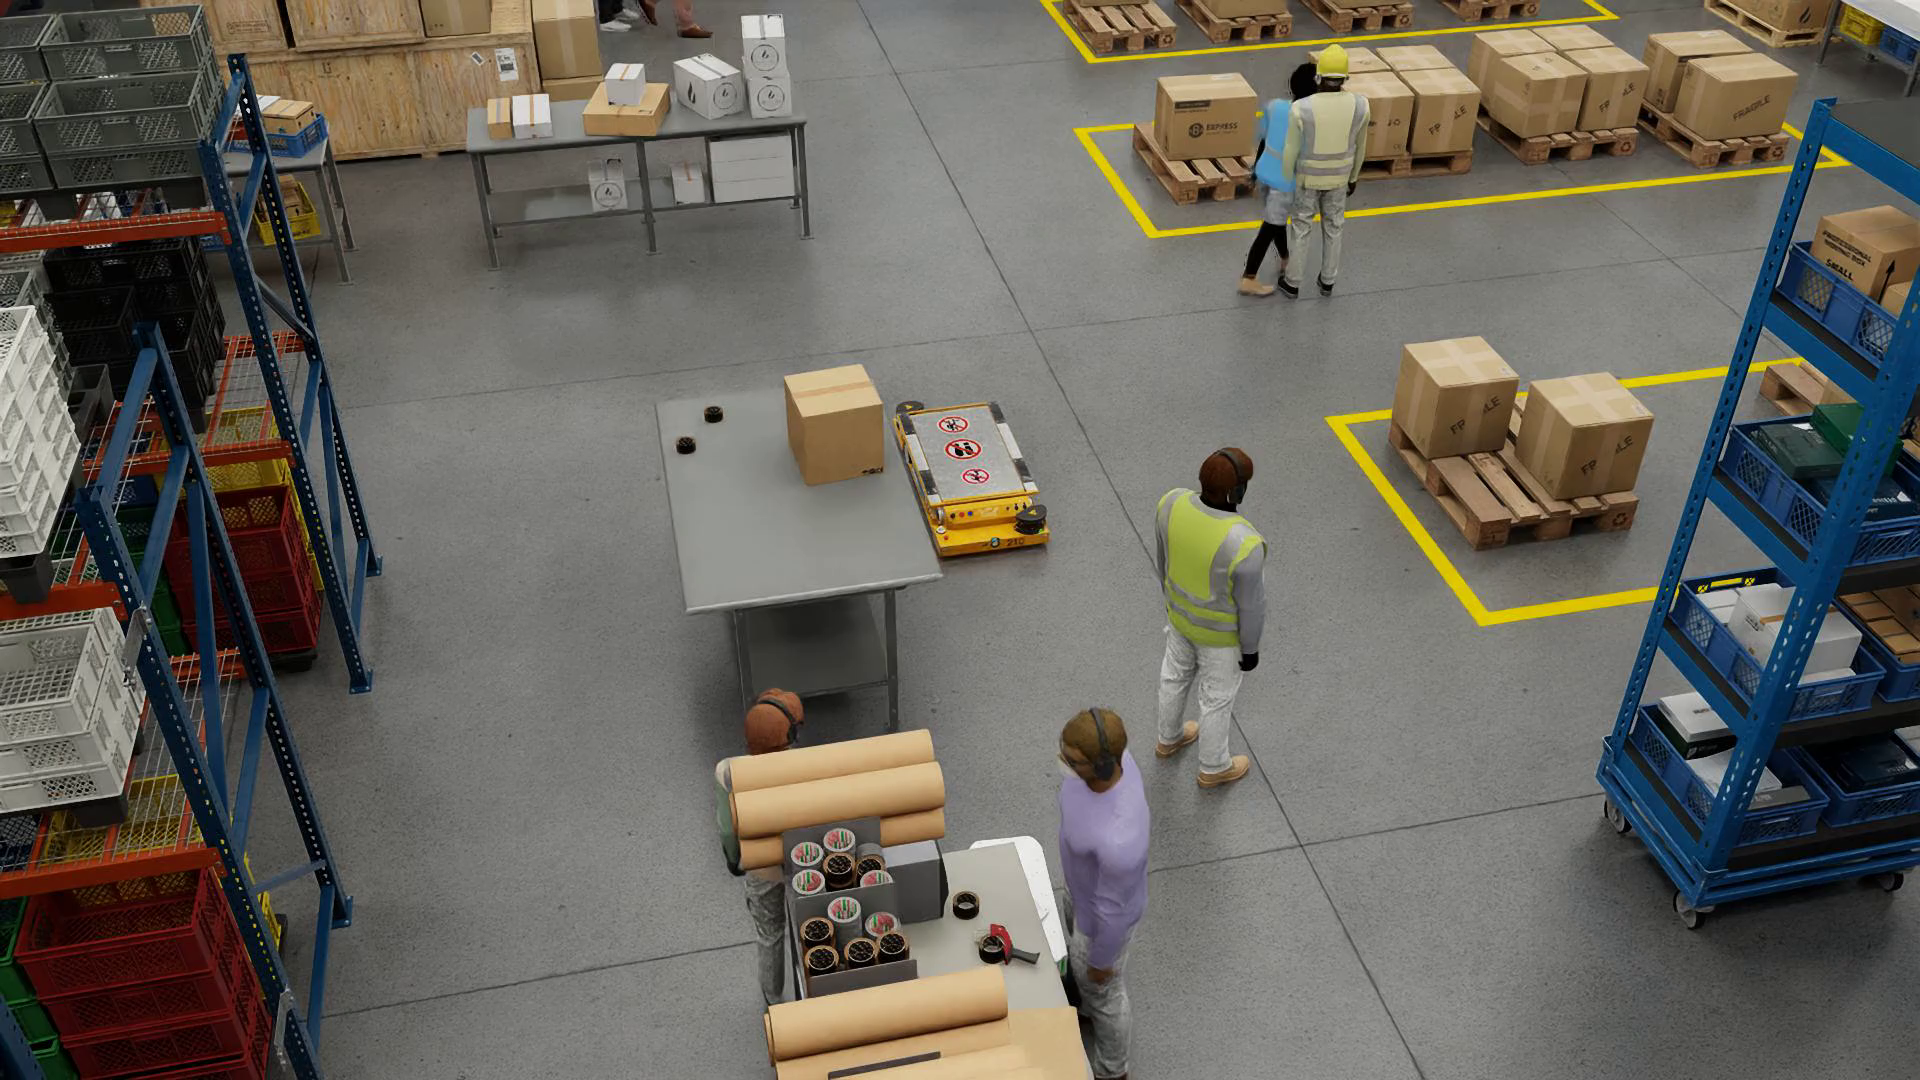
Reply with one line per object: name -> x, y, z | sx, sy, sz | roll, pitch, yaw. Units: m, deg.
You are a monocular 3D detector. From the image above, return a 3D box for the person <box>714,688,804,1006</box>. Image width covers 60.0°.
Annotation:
person -> -0.697, 1.274, 6.681 | 0.515, 1.636, 0.315 | -2, 37, -3

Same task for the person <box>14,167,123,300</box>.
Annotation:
person -> -5.652, -1.866, 10.696 | 0.583, 1.882, 0.337 | -28, 45, -32

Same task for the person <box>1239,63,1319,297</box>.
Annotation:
person -> 2.336, -2.566, 11.833 | 0.740, 1.646, 0.548 | -18, 40, -23

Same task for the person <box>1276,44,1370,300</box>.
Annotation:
person -> 2.523, -2.566, 11.679 | 0.587, 1.835, 0.404 | -4, 37, -5

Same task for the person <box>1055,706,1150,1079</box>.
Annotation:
person -> 0.518, 1.368, 6.318 | 0.373, 1.930, 0.627 | -3, 37, -4

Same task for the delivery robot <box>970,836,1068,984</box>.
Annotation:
delivery robot -> 0.234, 1.591, 7.081 | 0.477, 0.478, 0.707 | -5, 37, -6

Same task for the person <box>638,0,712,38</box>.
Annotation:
person -> -2.806, -5.767, 15.937 | 0.661, 1.888, 0.648 | 2, 37, 3

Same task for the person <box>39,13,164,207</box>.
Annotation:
person -> -6.265, -3.015, 12.307 | 1.008, 1.822, 0.535 | -13, 39, -17

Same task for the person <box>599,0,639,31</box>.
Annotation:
person -> -3.440, -5.919, 16.126 | 0.388, 1.908, 0.593 | 2, 37, 2

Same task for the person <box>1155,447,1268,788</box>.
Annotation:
person -> 1.171, 0.361, 7.739 | 0.429, 1.844, 0.627 | -26, 44, -30

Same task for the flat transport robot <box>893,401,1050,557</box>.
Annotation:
flat transport robot -> 0.046, -0.430, 10.108 | 0.652, 0.197, 1.431 | -8, 37, -10
